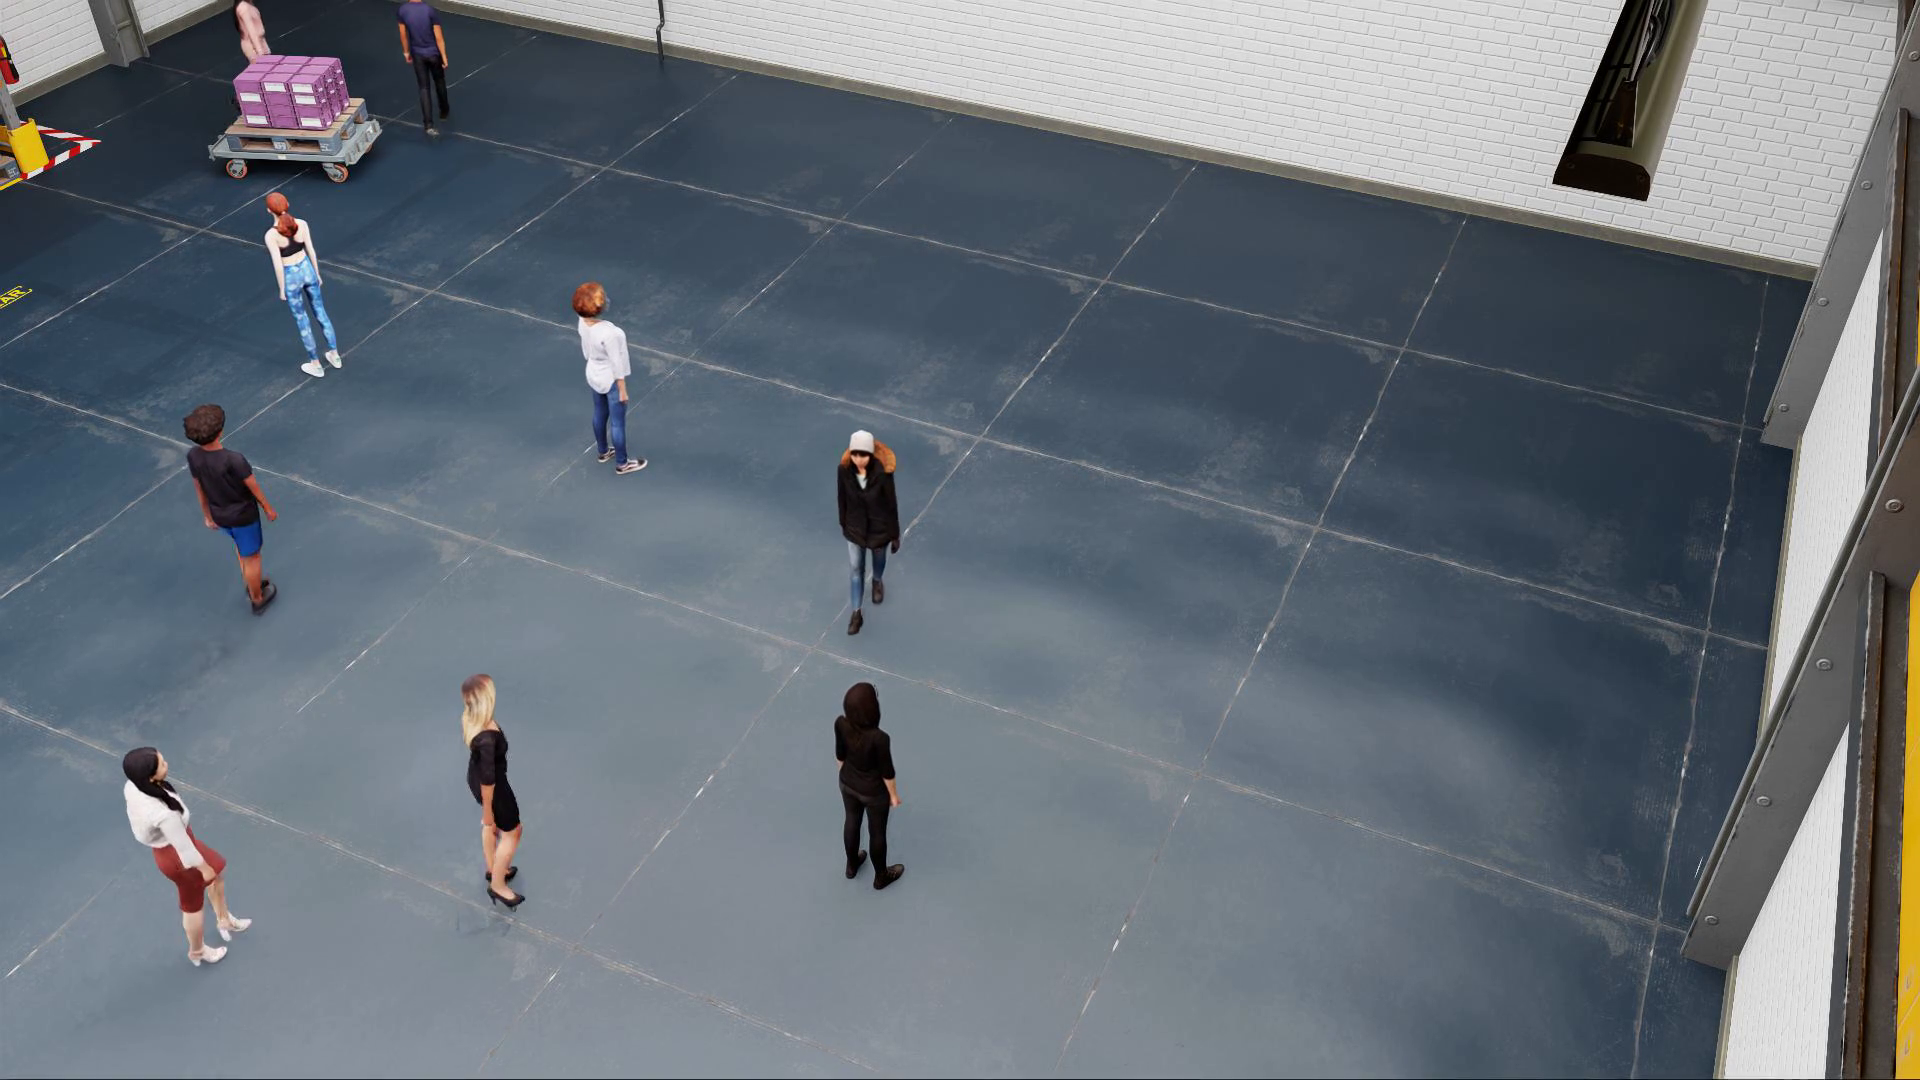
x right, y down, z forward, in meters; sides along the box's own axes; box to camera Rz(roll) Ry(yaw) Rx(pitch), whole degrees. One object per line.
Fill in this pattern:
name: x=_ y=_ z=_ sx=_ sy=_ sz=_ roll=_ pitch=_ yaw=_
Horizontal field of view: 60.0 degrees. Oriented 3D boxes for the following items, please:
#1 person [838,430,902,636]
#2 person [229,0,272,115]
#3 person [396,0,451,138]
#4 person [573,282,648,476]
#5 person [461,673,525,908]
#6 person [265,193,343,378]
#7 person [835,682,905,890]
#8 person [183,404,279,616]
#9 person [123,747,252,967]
person: x=-0.658 y=-0.160 z=12.273 sx=0.846 sy=1.605 sz=1.054 roll=2 pitch=39 yaw=2
person: x=-8.095 y=-5.557 z=18.954 sx=0.987 sy=1.702 sz=0.968 roll=-8 pitch=39 yaw=-10
person: x=-6.037 y=-5.417 z=18.730 sx=1.045 sy=1.762 sz=1.228 roll=-5 pitch=39 yaw=-7
person: x=-2.923 y=-1.338 z=13.661 sx=0.718 sy=1.714 sz=0.716 roll=-30 pitch=48 yaw=-32
person: x=-2.885 y=1.549 z=10.101 sx=0.783 sy=1.645 sz=0.754 roll=-10 pitch=40 yaw=-12
person: x=-5.863 y=-2.275 z=14.778 sx=0.693 sy=1.785 sz=0.605 roll=28 pitch=46 yaw=31
person: x=-0.583 y=1.503 z=10.163 sx=0.589 sy=1.640 sz=0.524 roll=21 pitch=43 yaw=24
person: x=-5.335 y=-0.161 z=12.130 sx=0.654 sy=1.785 sz=0.650 roll=8 pitch=39 yaw=10
person: x=-4.583 y=1.885 z=9.609 sx=0.765 sy=1.735 sz=0.732 roll=-28 pitch=46 yaw=-30
